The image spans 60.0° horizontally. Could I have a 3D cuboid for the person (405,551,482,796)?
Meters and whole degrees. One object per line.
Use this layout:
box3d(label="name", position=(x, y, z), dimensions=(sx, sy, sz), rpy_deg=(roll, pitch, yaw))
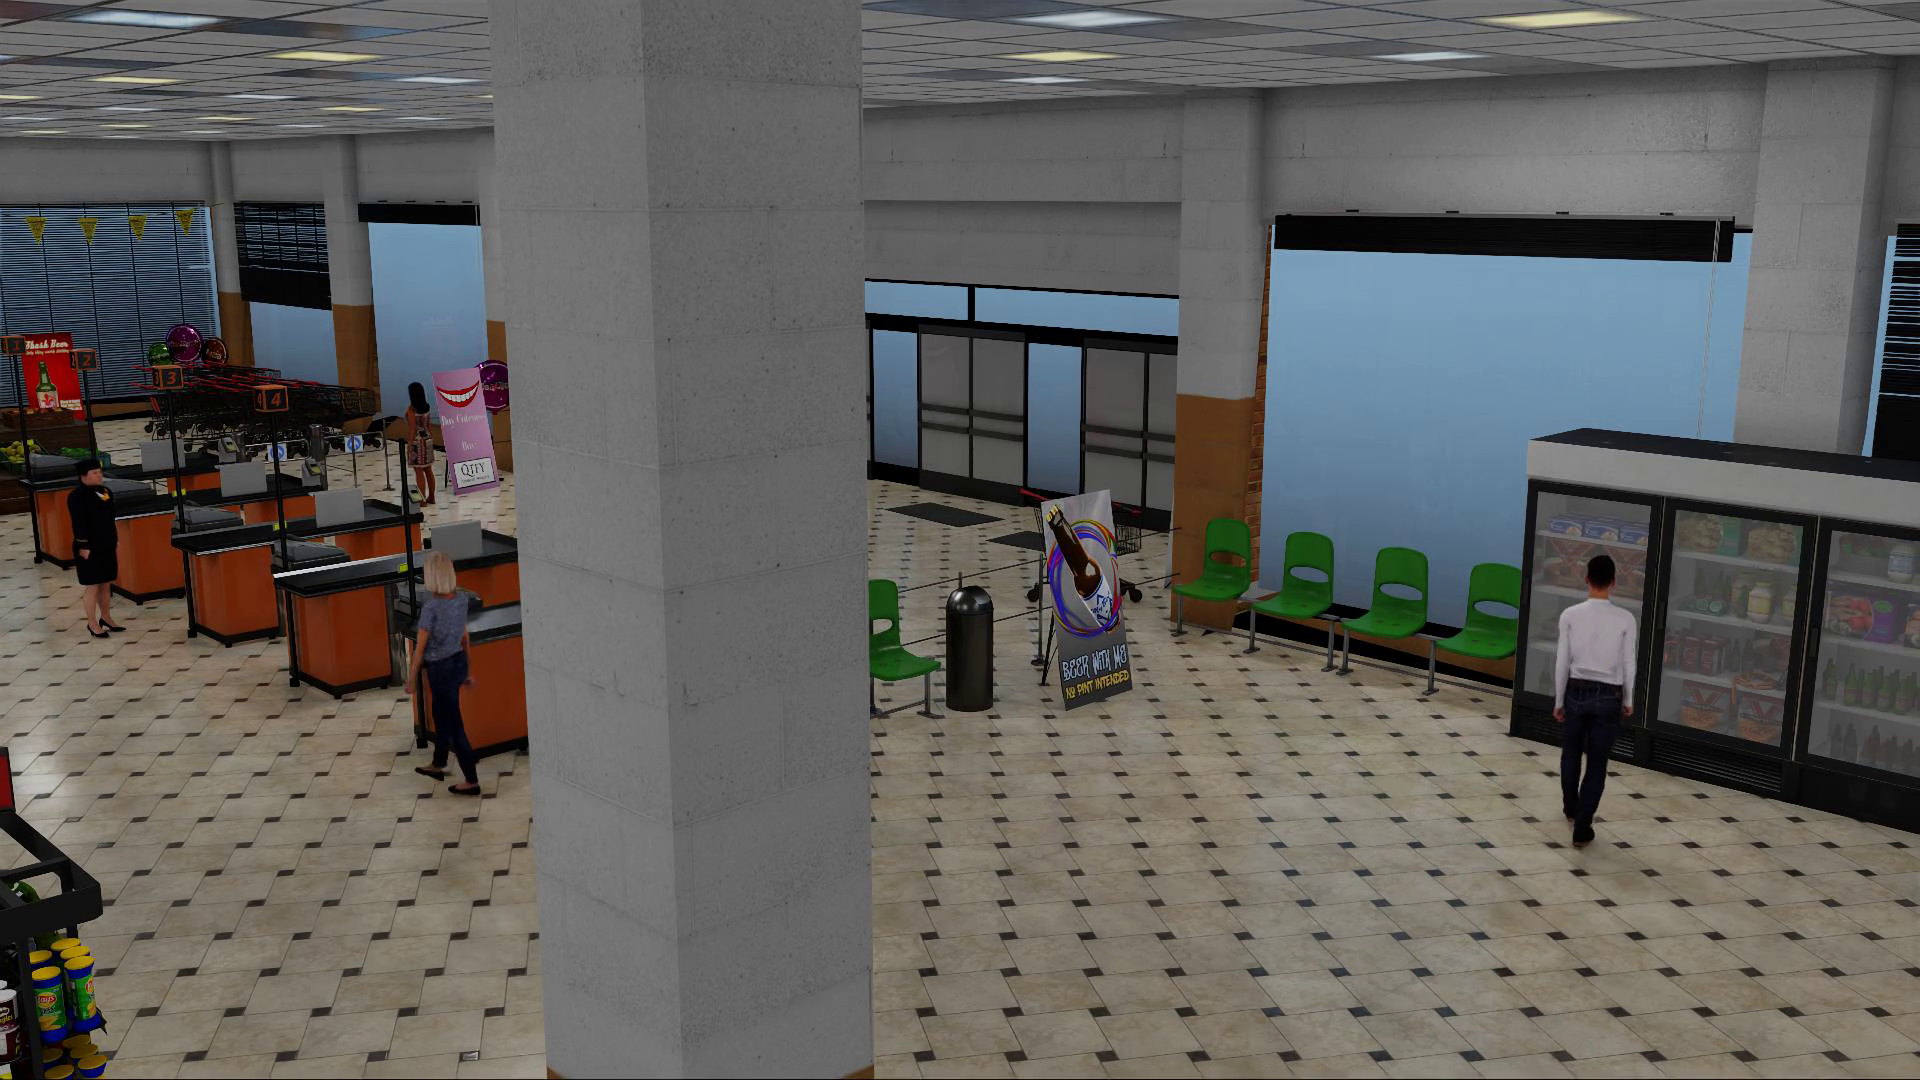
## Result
box3d(label="person", position=(-3.440, 0.936, 11.380), dimensions=(0.860, 1.701, 0.900), rpy_deg=(4, 12, 17))

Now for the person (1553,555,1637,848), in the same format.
box3d(label="person", position=(3.992, 1.044, 10.522), dimensions=(0.754, 1.844, 0.969), rpy_deg=(7, 14, 30))

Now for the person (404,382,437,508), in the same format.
box3d(label="person", position=(-7.143, -1.271, 21.997), dimensions=(0.784, 1.645, 0.639), rpy_deg=(4, 12, 17))

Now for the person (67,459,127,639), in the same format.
box3d(label="person", position=(-8.093, 0.068, 15.573), dimensions=(0.863, 1.671, 0.765), rpy_deg=(2, 12, 11))
